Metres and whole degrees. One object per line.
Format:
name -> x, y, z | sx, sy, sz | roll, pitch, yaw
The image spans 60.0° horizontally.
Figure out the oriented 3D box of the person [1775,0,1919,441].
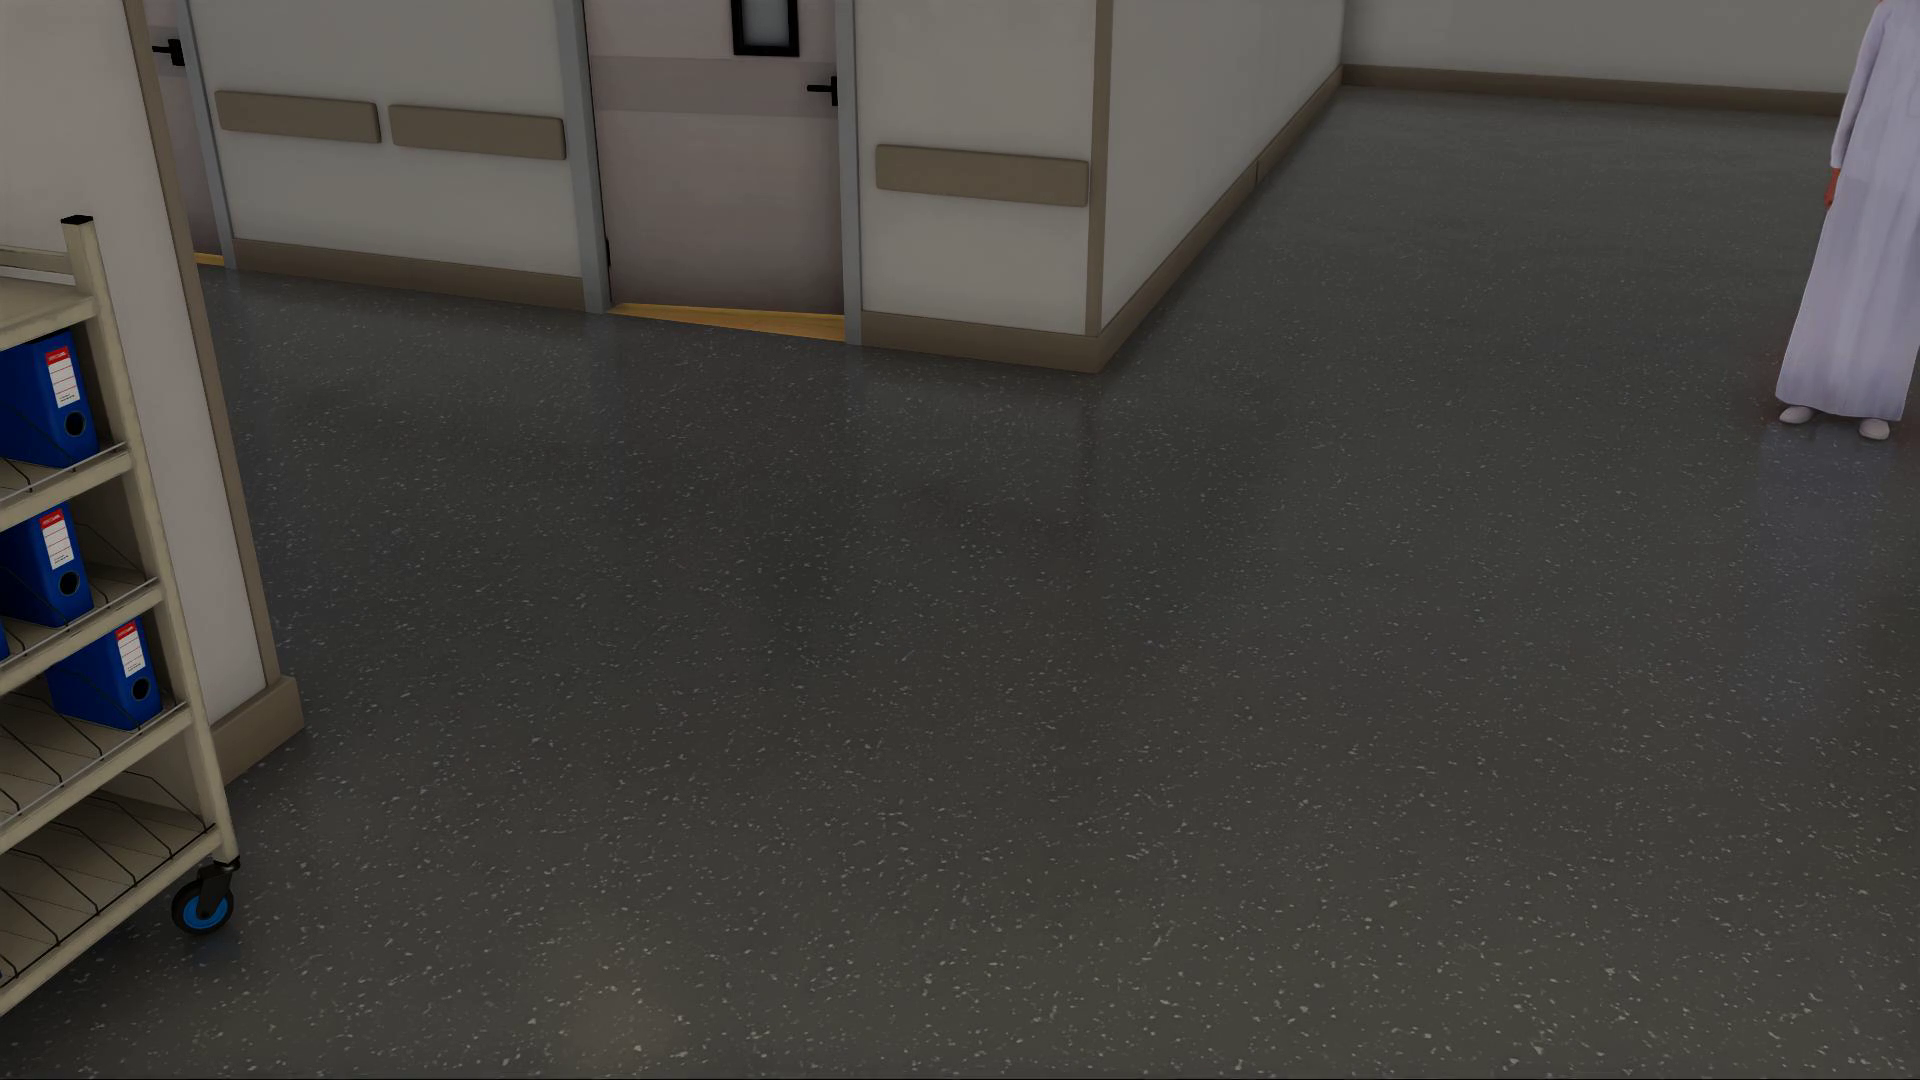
person -> 3.510, -1.344, 6.195 | 0.744, 1.927, 0.718 | 16, 30, 30
